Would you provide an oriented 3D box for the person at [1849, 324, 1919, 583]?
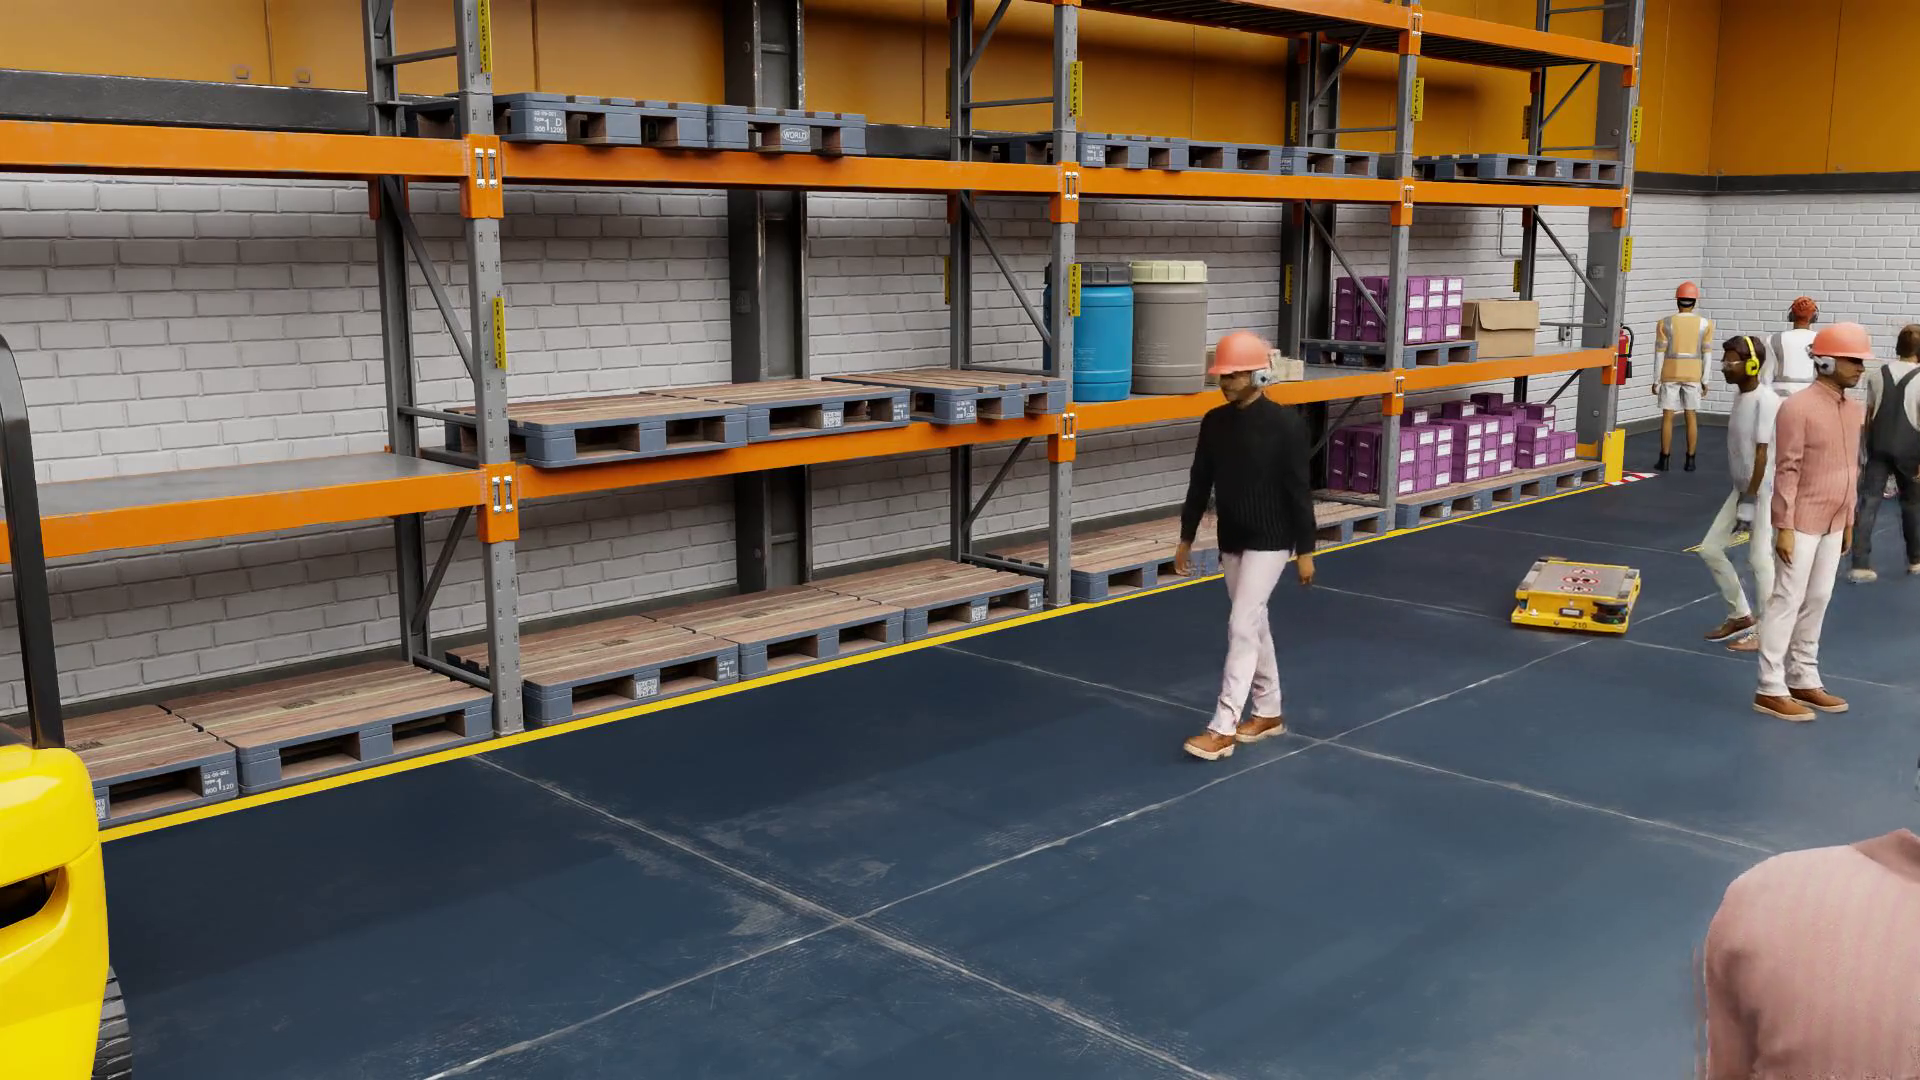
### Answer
[{"bbox_3d":[6.554,-0.604,11.600,0.964,1.792,0.534,-8,13,-36],"label":"person"}]

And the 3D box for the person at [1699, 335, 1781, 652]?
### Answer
[{"bbox_3d":[4.555,-0.252,9.583,0.484,1.841,0.513,0,10,-1],"label":"person"}]

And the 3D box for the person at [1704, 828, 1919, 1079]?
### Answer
[{"bbox_3d":[1.279,1.083,2.182,0.504,1.885,0.640,-9,14,-42],"label":"person"}]

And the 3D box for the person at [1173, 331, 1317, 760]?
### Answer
[{"bbox_3d":[1.249,0.021,7.710,0.829,1.961,0.648,-7,13,-34],"label":"person"}]

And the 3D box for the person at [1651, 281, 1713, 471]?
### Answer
[{"bbox_3d":[7.377,-1.669,17.031,0.552,1.935,0.373,3,11,14],"label":"person"}]

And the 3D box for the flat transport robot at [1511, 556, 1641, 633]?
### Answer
[{"bbox_3d":[3.966,0.334,10.648,0.652,0.197,1.431,5,12,25],"label":"flat transport robot"}]

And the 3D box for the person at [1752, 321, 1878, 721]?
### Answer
[{"bbox_3d":[4.287,-0.094,8.319,0.623,1.989,0.401,-6,12,-31],"label":"person"}]

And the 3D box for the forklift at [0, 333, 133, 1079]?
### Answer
[{"bbox_3d":[-3.289,0.485,4.582,1.214,2.155,2.313,-10,14,-44],"label":"forklift"}]

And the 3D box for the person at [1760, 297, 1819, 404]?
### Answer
[{"bbox_3d":[7.152,-1.132,14.251,0.574,1.881,0.357,5,11,25],"label":"person"}]
